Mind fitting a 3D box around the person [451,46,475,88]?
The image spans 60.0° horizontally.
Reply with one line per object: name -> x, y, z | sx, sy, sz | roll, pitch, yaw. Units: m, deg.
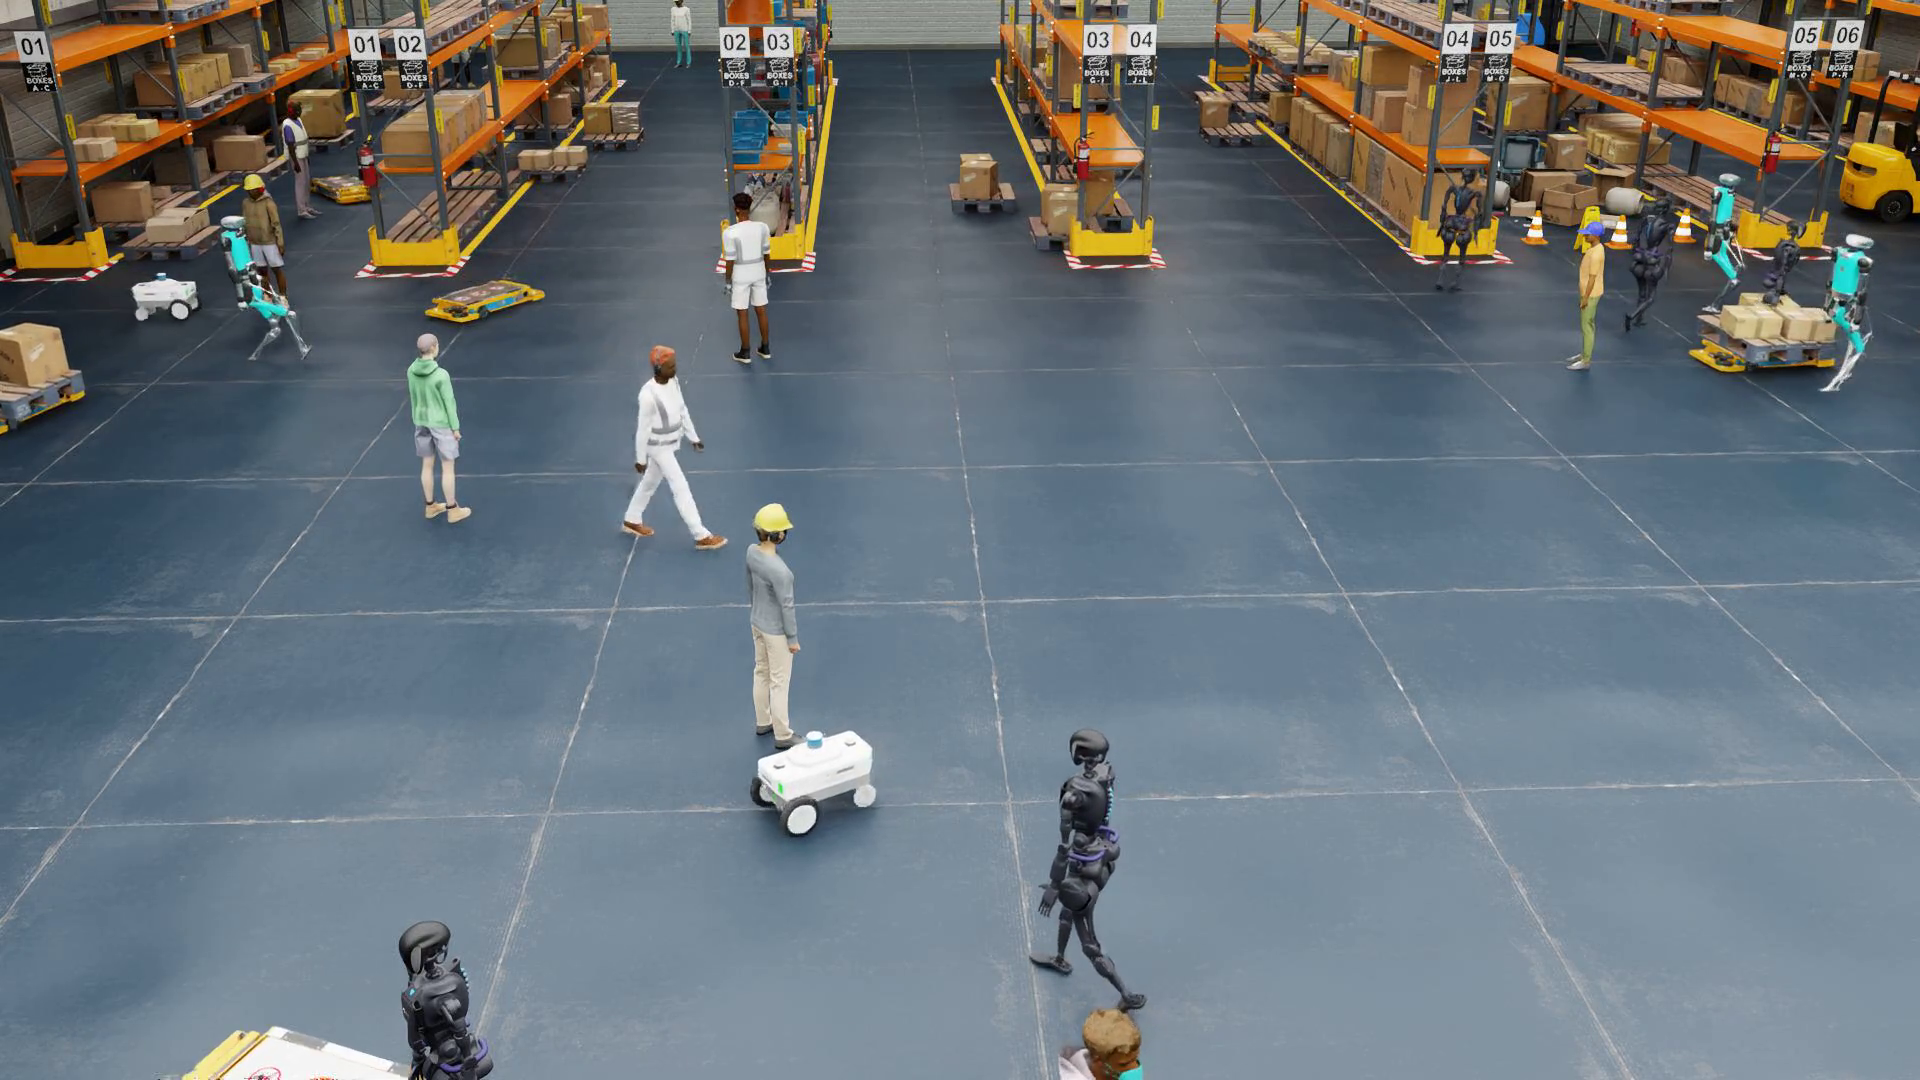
person -> -11.310, -11.088, 37.629 | 0.534, 1.696, 0.318 | 1, 24, 1

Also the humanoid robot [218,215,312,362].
humanoid robot -> -7.922, -2.843, 19.149 | 1.046, 1.788, 0.530 | 1, 24, 2

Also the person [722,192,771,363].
person -> -2.453, -3.031, 19.196 | 0.609, 1.964, 0.365 | -16, 29, -32

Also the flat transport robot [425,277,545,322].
flat transport robot -> -6.110, -3.089, 21.414 | 0.659, 0.231, 1.431 | 15, 28, 30

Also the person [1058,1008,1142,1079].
person -> 0.537, 2.617, 6.582 | 0.356, 1.908, 0.490 | 19, 30, 37

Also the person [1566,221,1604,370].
person -> 7.132, -2.795, 18.984 | 0.382, 1.712, 0.444 | 7, 25, 16

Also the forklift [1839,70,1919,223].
forklift -> 15.132, -6.143, 25.915 | 2.313, 2.155, 1.214 | -1, 24, -2

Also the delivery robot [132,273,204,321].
delivery robot -> -10.034, -3.074, 21.019 | 0.788, 0.587, 0.499 | -2, 24, -4

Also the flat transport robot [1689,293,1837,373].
flat transport robot -> 9.322, -2.169, 19.346 | 1.431, 0.231, 0.659 | -4, 24, -9

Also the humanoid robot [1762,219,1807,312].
humanoid robot -> 9.470, -2.918, 19.320 | 0.390, 1.639, 0.613 | 12, 27, 26

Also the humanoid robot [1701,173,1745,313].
humanoid robot -> 9.701, -3.679, 20.912 | 0.537, 1.781, 0.669 | -21, 32, -39

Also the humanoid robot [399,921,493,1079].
humanoid robot -> -2.256, 2.383, 7.370 | 0.315, 1.657, 0.599 | -19, 30, -36

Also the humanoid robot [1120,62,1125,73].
humanoid robot -> 3.687, -12.042, 39.785 | 0.531, 1.775, 1.020 | -15, 28, -30

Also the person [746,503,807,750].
person -> -1.255, 0.583, 11.323 | 0.314, 1.767, 0.522 | -16, 29, -32

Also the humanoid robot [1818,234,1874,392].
humanoid robot -> 9.900, -2.508, 18.276 | 0.852, 1.762, 0.559 | -7, 25, -15

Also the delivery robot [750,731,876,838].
delivery robot -> -0.945, 1.530, 10.708 | 0.818, 0.614, 0.499 | -15, 28, -30

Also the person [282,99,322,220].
person -> -10.288, -5.911, 25.829 | 0.377, 1.835, 0.565 | -2, 24, -4

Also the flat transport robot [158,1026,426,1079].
flat transport robot -> -3.236, 2.792, 8.199 | 1.431, 0.231, 0.659 | 9, 26, 19

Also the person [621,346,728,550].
person -> -2.570, -0.809, 14.377 | 1.034, 1.830, 0.577 | 5, 24, 11

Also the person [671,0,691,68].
person -> -6.781, -12.381, 40.449 | 0.526, 1.767, 0.328 | 9, 25, 19

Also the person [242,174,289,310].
person -> -8.834, -3.781, 21.140 | 0.542, 1.757, 0.414 | 5, 24, 11

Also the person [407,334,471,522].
person -> -4.708, -0.999, 14.921 | 0.466, 1.730, 0.327 | 9, 26, 19

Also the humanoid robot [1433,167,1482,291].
humanoid robot -> 6.579, -4.106, 22.005 | 0.615, 1.658, 0.327 | 22, 32, 40

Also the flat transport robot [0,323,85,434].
flat transport robot -> -10.071, -1.404, 17.627 | 0.659, 0.231, 1.431 | 6, 25, 13

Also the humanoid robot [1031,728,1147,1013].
humanoid robot -> 0.703, 1.756, 8.878 | 0.771, 1.654, 0.583 | 14, 27, 28

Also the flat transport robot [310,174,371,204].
flat transport robot -> -10.196, -5.808, 27.523 | 0.659, 0.231, 1.431 | -18, 29, -34

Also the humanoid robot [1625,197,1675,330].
humanoid robot -> 8.392, -3.386, 20.370 | 0.560, 1.643, 0.608 | -13, 27, -27

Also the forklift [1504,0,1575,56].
forklift -> 14.700, -13.805, 42.301 | 1.873, 2.768, 1.129 | -1, 24, -2

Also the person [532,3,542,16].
person -> -10.473, -12.643, 40.920 | 0.373, 1.863, 0.504 | 8, 25, 17

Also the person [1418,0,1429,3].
person -> 11.703, -13.053, 41.925 | 0.394, 1.797, 0.595 | -11, 26, -23
